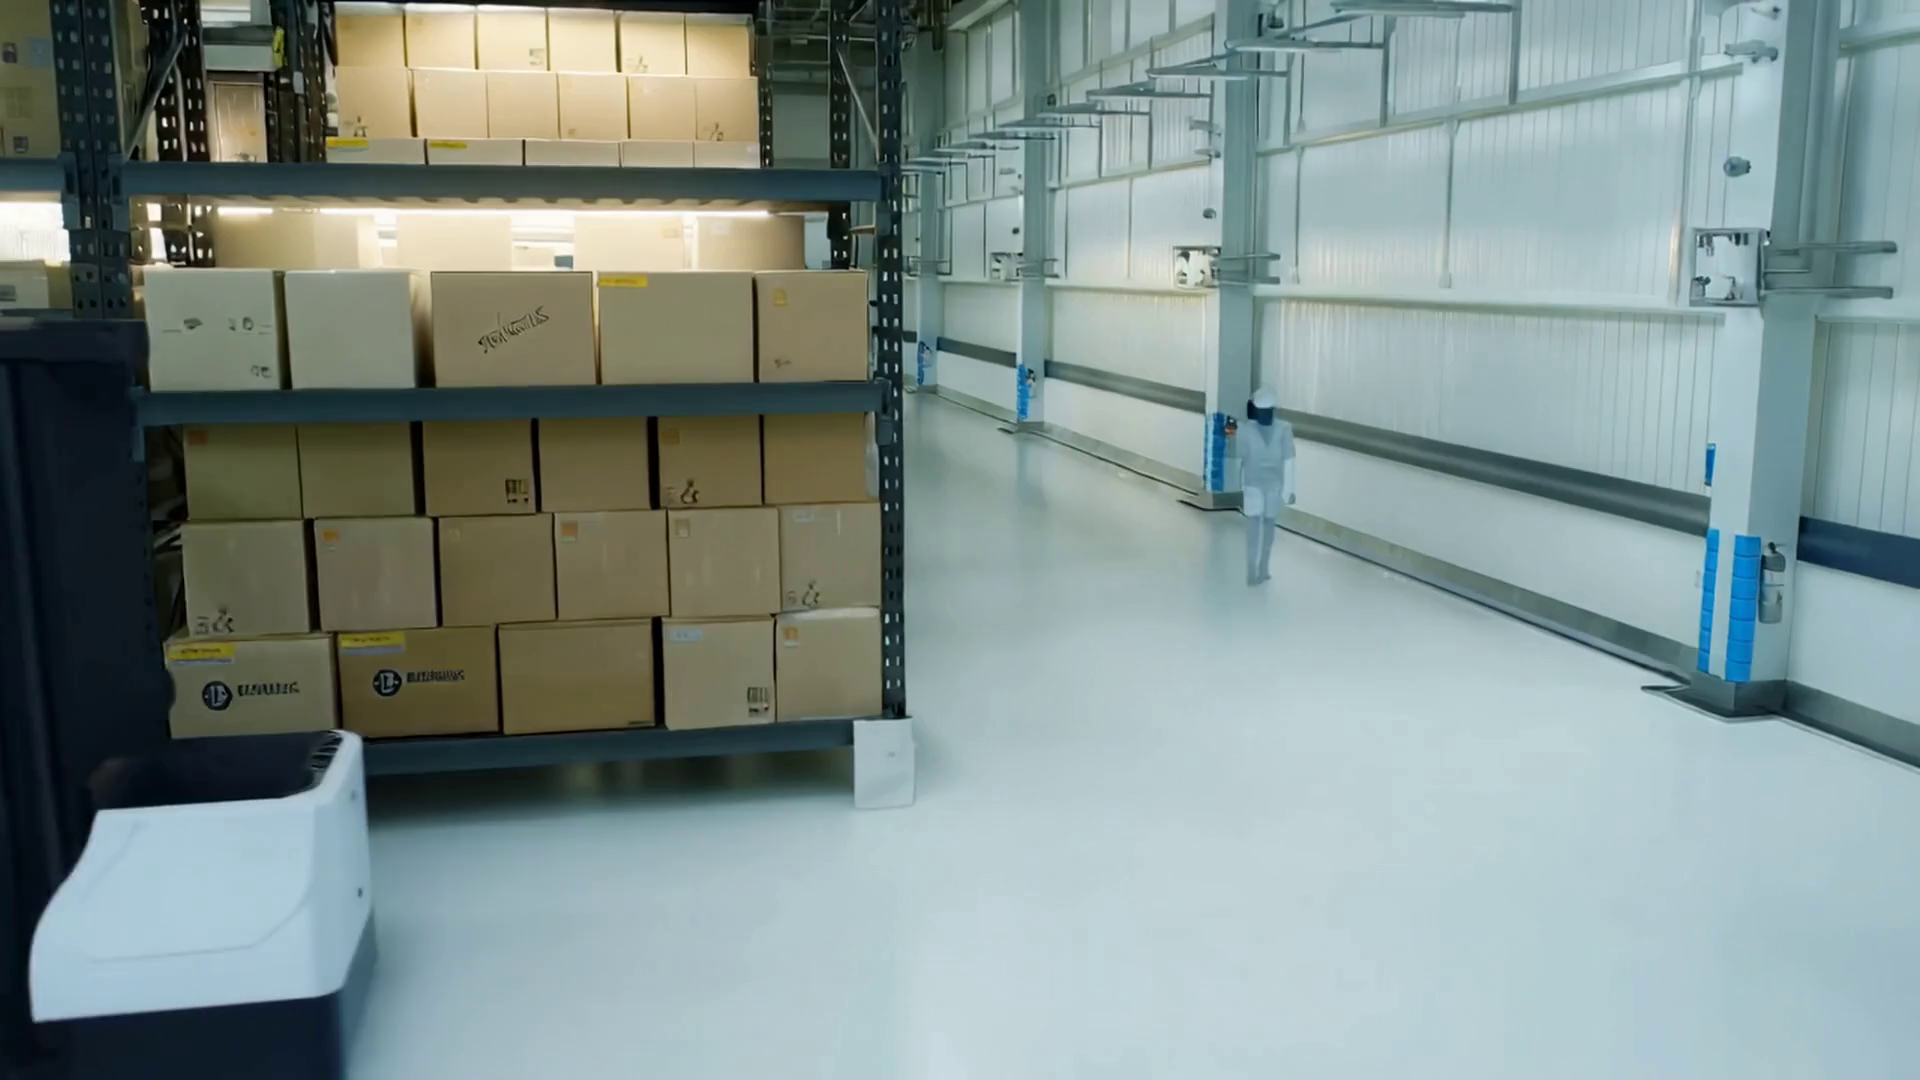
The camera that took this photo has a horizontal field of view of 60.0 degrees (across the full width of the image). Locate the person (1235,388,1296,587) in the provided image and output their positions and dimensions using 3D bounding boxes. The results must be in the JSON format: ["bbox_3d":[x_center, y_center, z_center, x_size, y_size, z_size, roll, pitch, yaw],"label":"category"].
[{"bbox_3d":[2.914,-0.500,15.853,0.556,1.885,0.951,0,9,3],"label":"person"}]

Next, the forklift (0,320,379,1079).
[{"bbox_3d":[-3.329,0.568,6.341,1.873,2.768,1.129,-2,10,-12],"label":"forklift"}]
